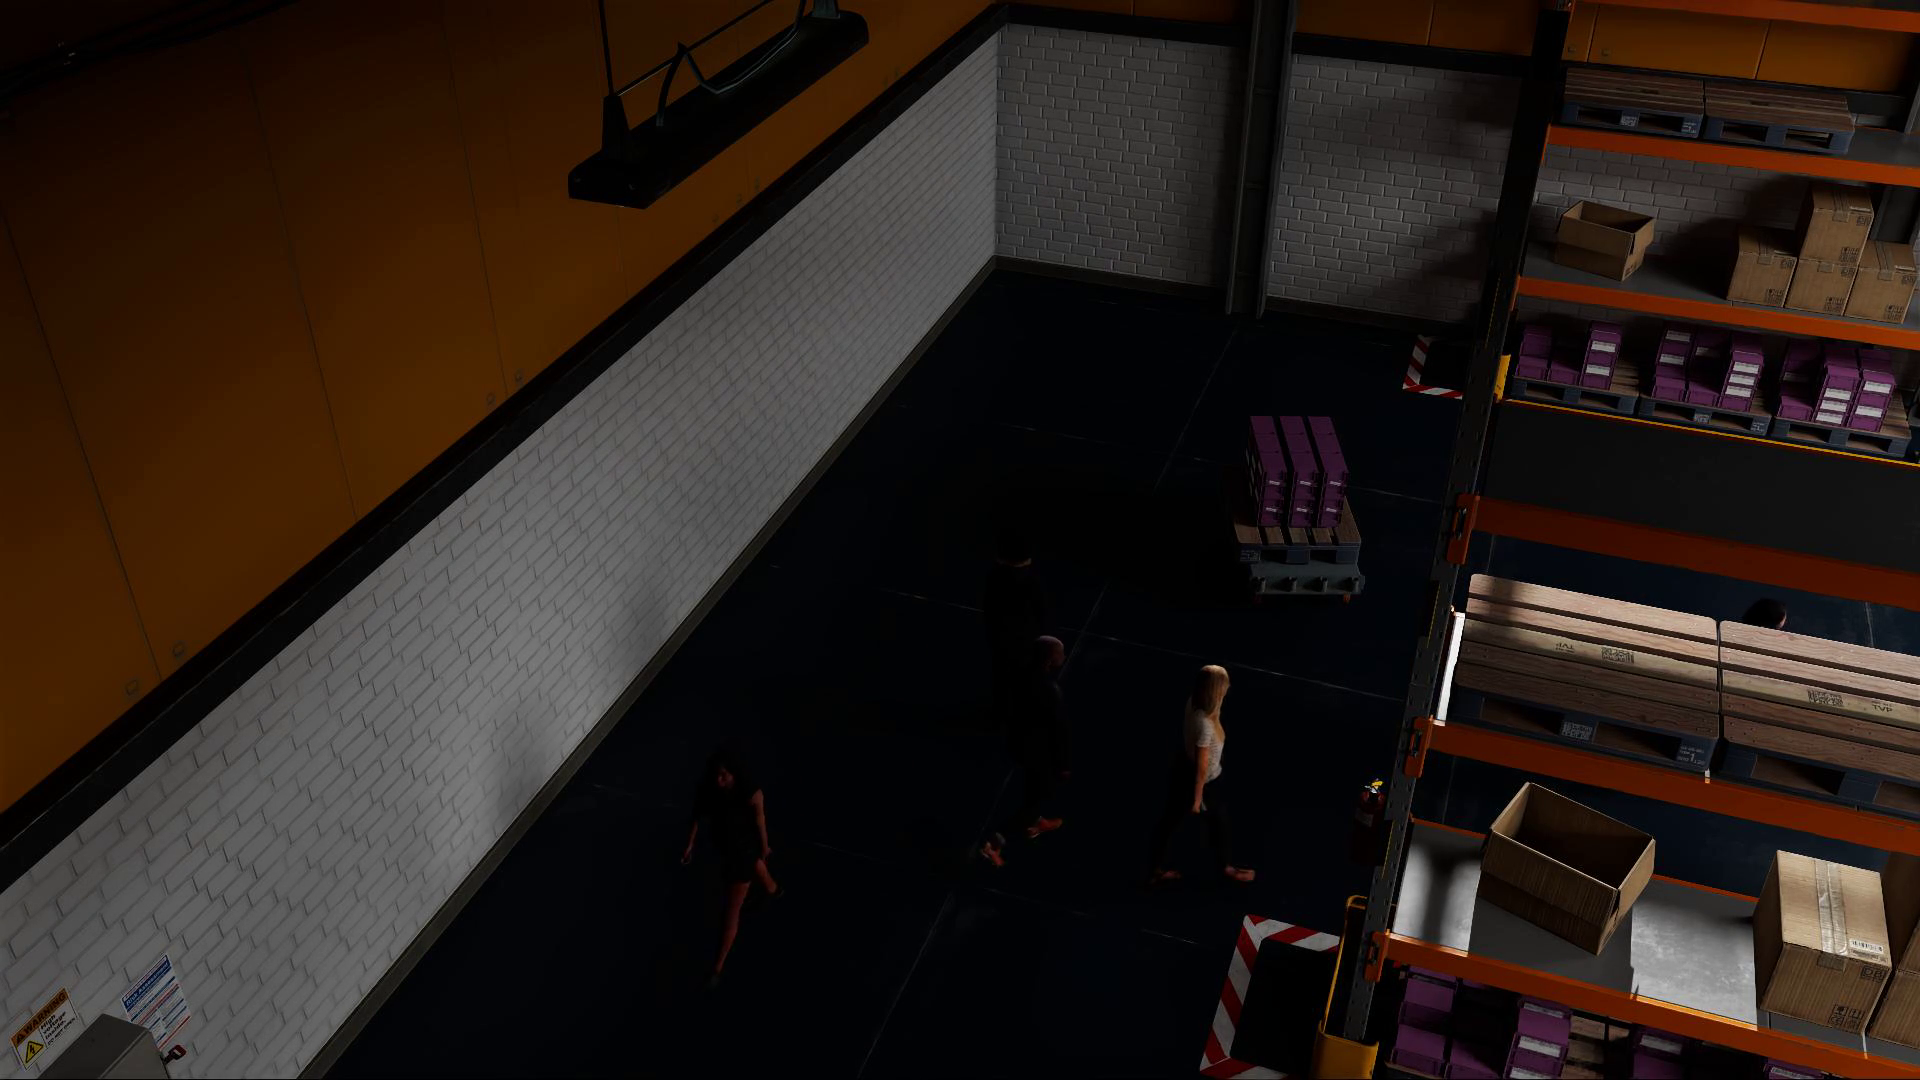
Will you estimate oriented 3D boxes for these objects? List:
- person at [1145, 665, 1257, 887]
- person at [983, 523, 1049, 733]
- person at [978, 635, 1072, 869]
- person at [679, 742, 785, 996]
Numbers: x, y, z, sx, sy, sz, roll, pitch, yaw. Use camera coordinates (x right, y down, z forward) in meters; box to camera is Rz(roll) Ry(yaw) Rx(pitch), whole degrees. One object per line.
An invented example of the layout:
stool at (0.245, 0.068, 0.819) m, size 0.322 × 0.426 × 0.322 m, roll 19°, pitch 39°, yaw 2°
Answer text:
person at (1.398, 1.551, 10.624) m, size 1.073 × 1.795 × 0.925 m, roll -7°, pitch 34°, yaw -10°
person at (0.405, 0.657, 11.981) m, size 0.604 × 1.781 × 0.728 m, roll 5°, pitch 34°, yaw 7°
person at (0.426, 1.397, 10.860) m, size 1.126 × 1.791 × 1.077 m, roll -18°, pitch 37°, yaw -24°
person at (-1.329, 1.869, 10.253) m, size 1.233 × 1.677 × 0.857 m, roll 19°, pitch 38°, yaw 26°
